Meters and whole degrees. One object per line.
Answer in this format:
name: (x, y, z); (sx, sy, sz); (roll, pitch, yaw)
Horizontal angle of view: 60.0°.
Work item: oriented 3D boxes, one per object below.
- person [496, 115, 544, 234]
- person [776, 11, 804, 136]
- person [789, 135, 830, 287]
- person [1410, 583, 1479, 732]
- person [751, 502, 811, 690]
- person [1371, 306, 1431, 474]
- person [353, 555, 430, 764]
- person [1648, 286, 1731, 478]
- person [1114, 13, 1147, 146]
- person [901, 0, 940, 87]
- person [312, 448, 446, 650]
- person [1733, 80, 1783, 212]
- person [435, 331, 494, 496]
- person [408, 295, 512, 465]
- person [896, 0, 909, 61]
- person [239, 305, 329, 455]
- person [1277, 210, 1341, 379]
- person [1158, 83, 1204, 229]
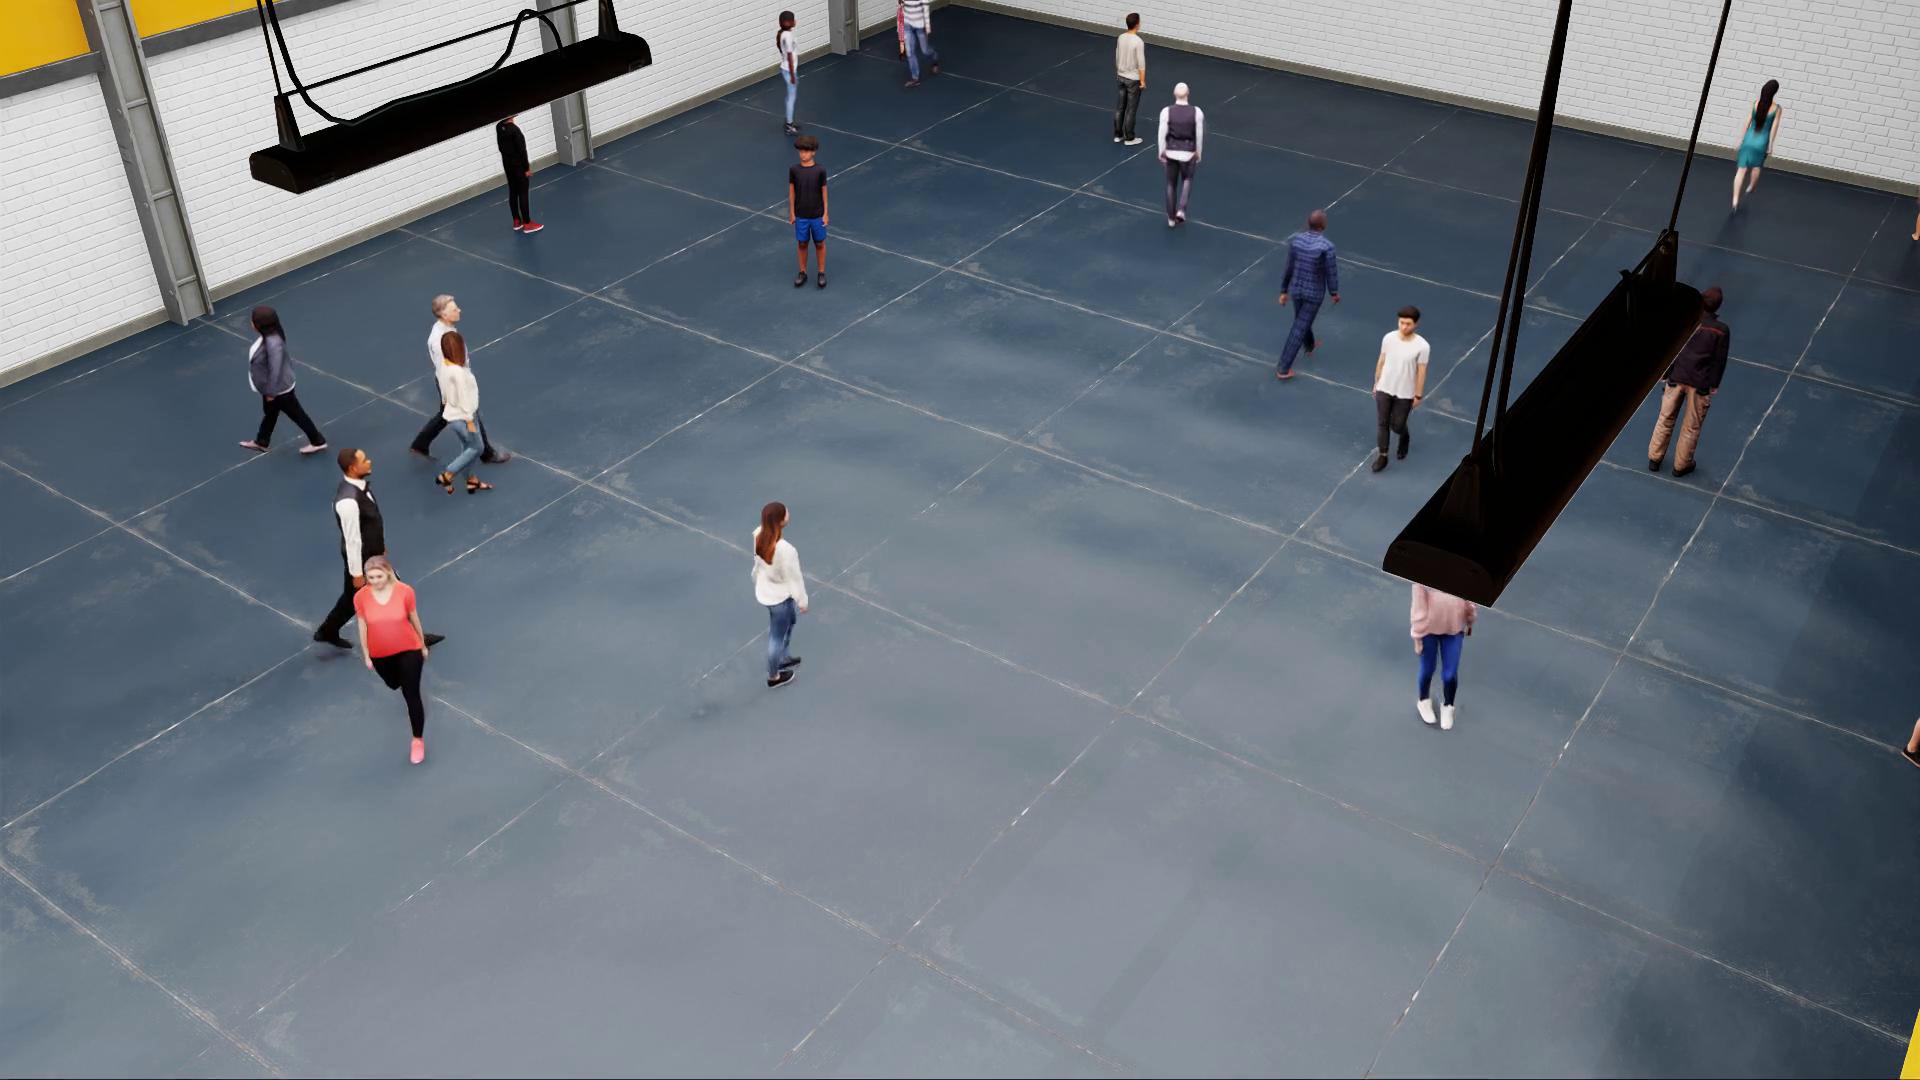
person: (-5.503, -4.631, 20.568); (0.595, 1.674, 0.535); (23, 40, 30)
person: (-2.416, -6.617, 23.513); (0.711, 1.721, 0.647); (-5, 34, -7)
person: (-1.739, -3.807, 19.216); (0.713, 1.799, 0.738); (2, 34, 3)
person: (3.612, 0.684, 12.532); (0.816, 1.718, 0.839); (-8, 34, -11)
person: (-1.480, 0.468, 12.889); (0.708, 1.682, 0.732); (-23, 40, -31)
person: (4.179, -1.467, 15.776); (0.644, 1.709, 0.754); (24, 40, 31)
person: (-4.213, 0.786, 12.430); (1.080, 1.660, 1.153); (-5, 34, -7)
person: (6.855, -1.493, 15.619); (0.680, 1.926, 0.576); (21, 39, 29)
person: (2.350, -6.417, 23.132); (0.613, 1.811, 0.707); (-27, 42, -34)
person: (-0.620, -7.871, 25.317); (0.707, 1.812, 1.062); (19, 38, 26)
person: (-4.829, 0.137, 13.207); (1.328, 1.882, 1.221); (-9, 35, -13)
person: (10.070, -4.975, 21.118); (0.580, 1.638, 0.995); (21, 39, 28)
person: (-4.654, -1.116, 15.281); (0.889, 1.672, 0.814); (-20, 39, -27)
person: (-4.885, -1.479, 15.722); (1.222, 1.789, 1.164); (-6, 34, -9)
person: (-0.878, -8.179, 26.494); (0.503, 1.022, 0.551); (1, 34, 1)
person: (-6.455, -1.503, 15.965); (1.127, 1.561, 0.951); (-16, 37, -22)
person: (3.549, -2.521, 17.289); (1.179, 1.790, 0.817); (-28, 43, -35)
person: (2.715, -4.717, 20.573); (0.840, 1.811, 0.857); (3, 34, 4)
